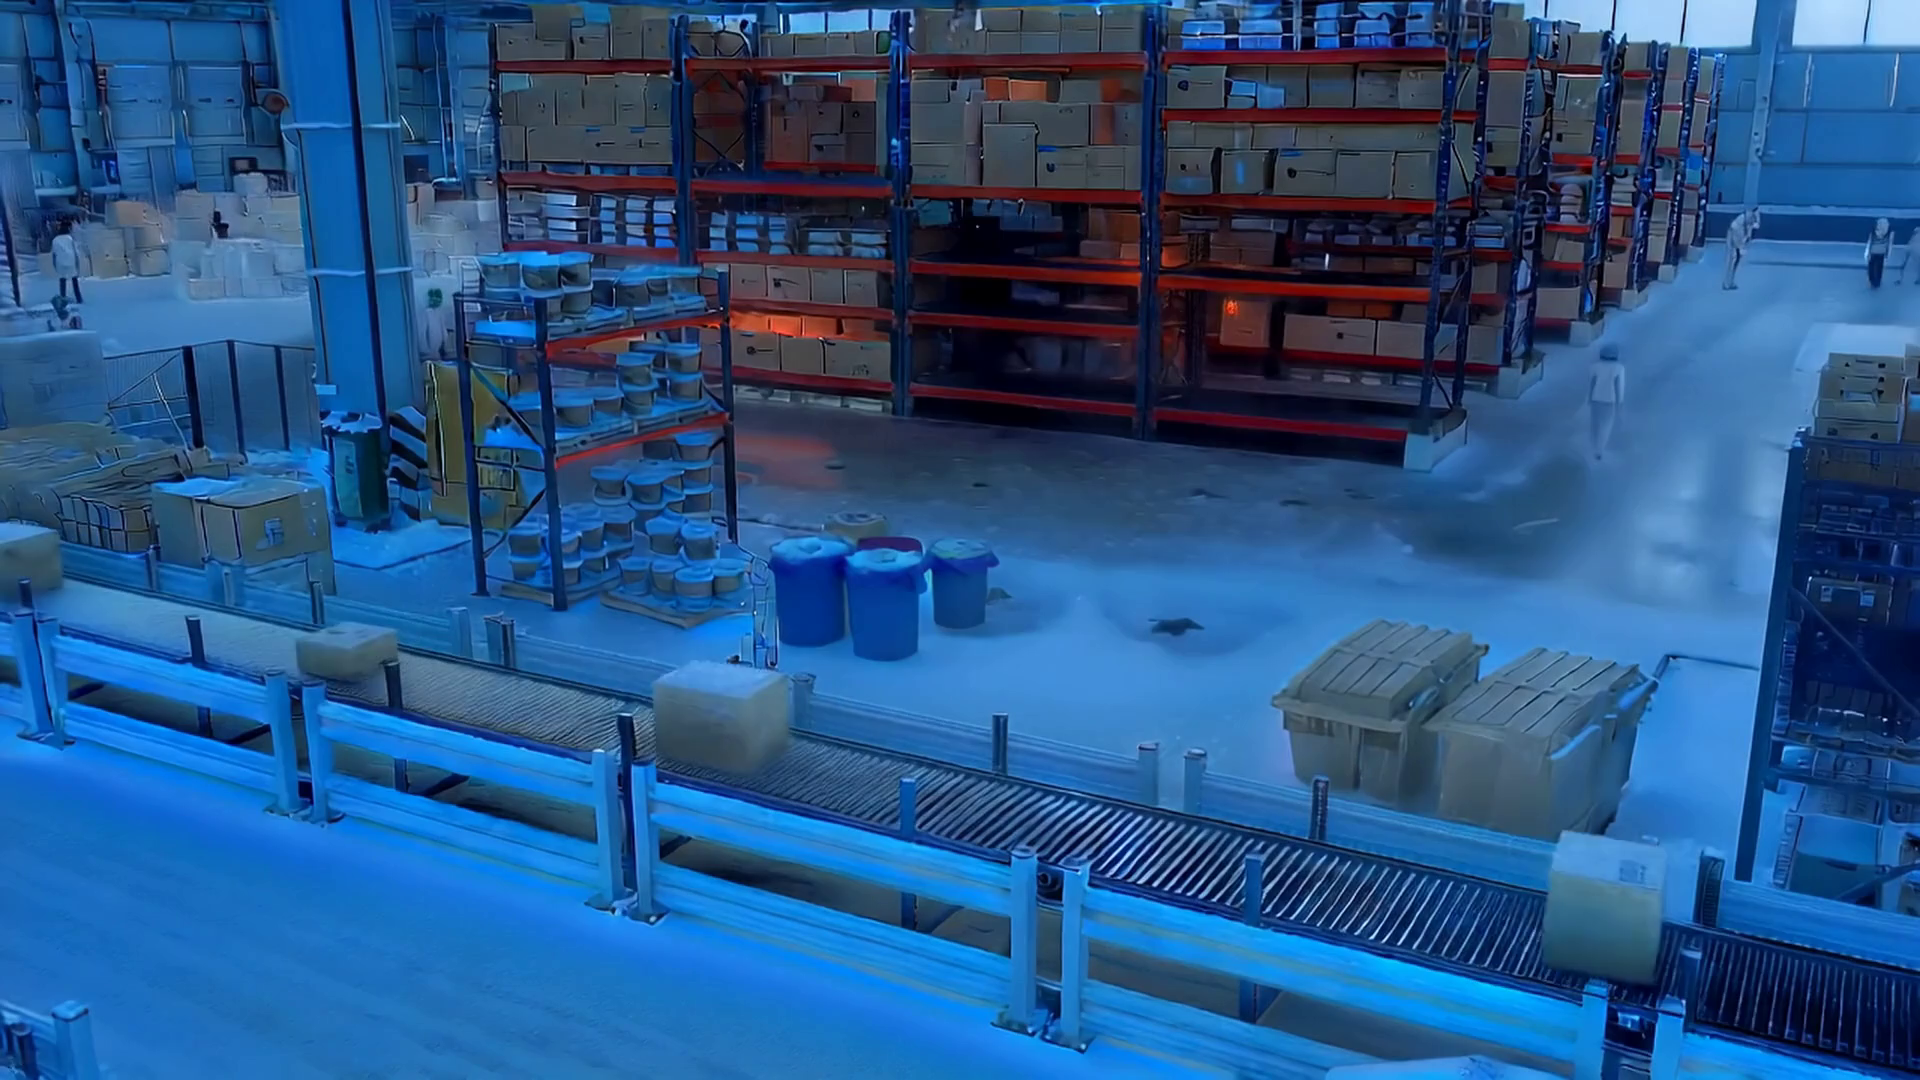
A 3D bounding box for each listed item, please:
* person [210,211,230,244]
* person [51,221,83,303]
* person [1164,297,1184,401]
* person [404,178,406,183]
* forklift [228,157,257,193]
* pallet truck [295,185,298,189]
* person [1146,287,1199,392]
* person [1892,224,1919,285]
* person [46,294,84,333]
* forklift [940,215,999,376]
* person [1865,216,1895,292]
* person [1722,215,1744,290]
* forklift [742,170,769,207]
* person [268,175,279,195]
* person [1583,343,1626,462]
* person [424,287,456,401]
[{"bbox_3d":[-19.510,-7.716,43.950,0.376,1.916,0.600,6,16,23],"label":"person"},{"bbox_3d":[-21.498,-6.680,40.011,0.634,1.944,0.422,1,15,2],"label":"person"},{"bbox_3d":[3.470,-3.115,27.076,0.317,1.698,0.538,-3,15,-10],"label":"person"},{"bbox_3d":[-24.025,-14.938,71.261,0.601,1.849,0.708,-7,17,-25],"label":"person"},{"bbox_3d":[-24.704,-11.836,57.594,1.873,2.768,1.129,8,17,28],"label":"forklift"},{"bbox_3d":[-26.804,-14.617,69.738,1.885,1.965,0.823,-14,20,-42],"label":"pallet truck"},{"bbox_3d":[3.482,-3.383,27.809,1.026,1.848,0.656,9,17,31],"label":"person"},{"bbox_3d":[25.028,-7.477,43.663,0.826,1.590,0.503,-5,16,-18],"label":"person"},{"bbox_3d":[-13.588,-2.773,25.321,0.551,1.942,0.345,-1,15,-5],"label":"person"},{"bbox_3d":[0.319,-4.249,29.073,1.873,2.768,1.129,8,17,28],"label":"forklift"},{"bbox_3d":[23.380,-7.274,42.322,0.611,1.901,0.456,13,20,40],"label":"person"},{"bbox_3d":[19.915,-7.389,42.752,0.641,1.905,0.410,-11,18,-35],"label":"person"},{"bbox_3d":[-6.355,-10.209,51.478,1.129,2.768,1.873,8,17,28],"label":"forklift"},{"bbox_3d":[-30.101,-15.240,72.822,0.509,1.610,0.784,7,16,24],"label":"person"},{"bbox_3d":[8.807,-1.900,22.704,0.519,1.584,0.848,8,17,26],"label":"person"},{"bbox_3d":[-8.492,-3.190,27.059,0.382,1.870,0.542,-2,15,-6],"label":"person"}]
